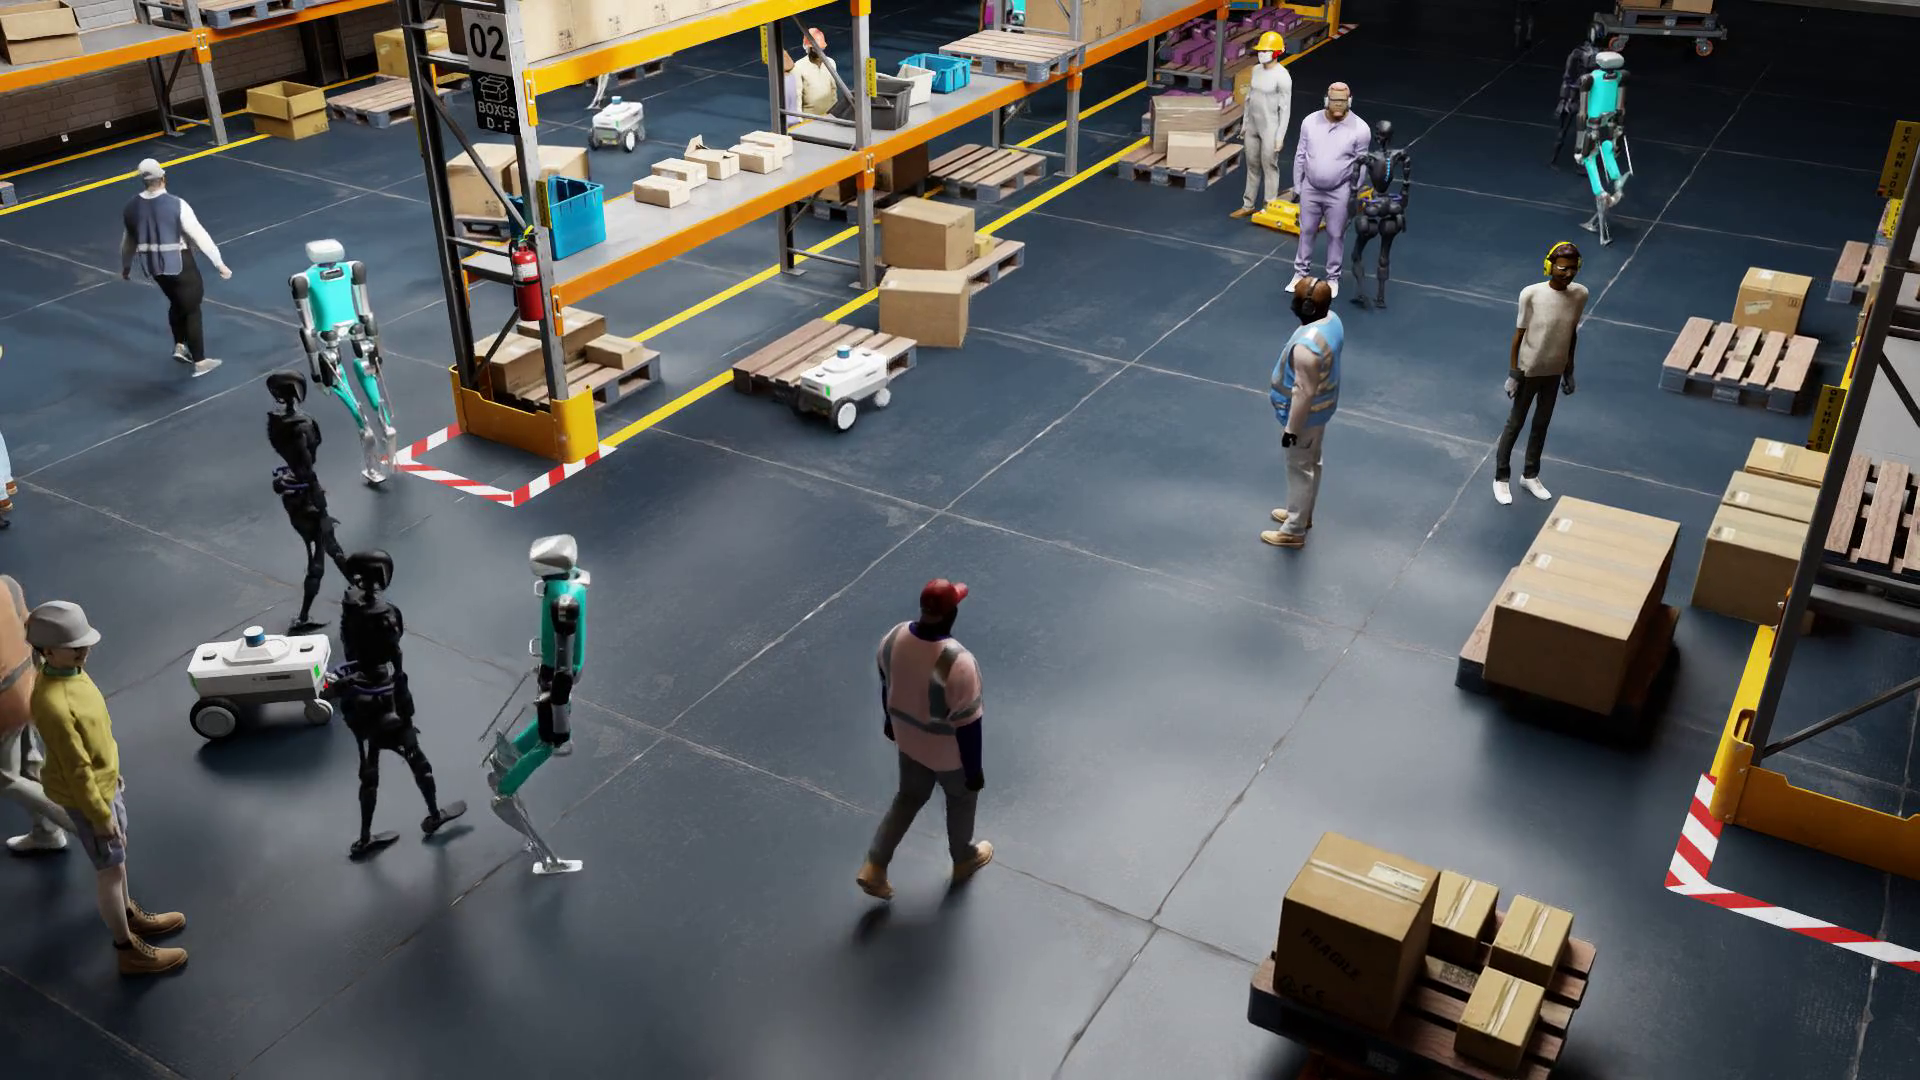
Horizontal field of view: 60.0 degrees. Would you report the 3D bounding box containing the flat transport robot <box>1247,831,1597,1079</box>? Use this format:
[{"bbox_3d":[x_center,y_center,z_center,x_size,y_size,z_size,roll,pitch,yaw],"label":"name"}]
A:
[{"bbox_3d":[2.039,2.046,7.322,0.659,0.231,1.431,17,34,27],"label":"flat transport robot"}]

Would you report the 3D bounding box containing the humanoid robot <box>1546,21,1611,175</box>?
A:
[{"bbox_3d":[6.709,-4.742,17.913,0.588,1.634,0.664,-8,30,-14],"label":"humanoid robot"}]

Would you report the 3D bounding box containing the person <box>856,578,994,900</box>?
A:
[{"bbox_3d":[-0.153,0.960,7.766,0.621,1.734,0.737,24,37,36],"label":"person"}]

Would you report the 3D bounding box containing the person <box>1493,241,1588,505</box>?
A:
[{"bbox_3d":[3.963,-1.133,11.320,0.505,1.872,0.329,-6,30,-11],"label":"person"}]

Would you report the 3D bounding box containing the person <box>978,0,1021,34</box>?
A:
[{"bbox_3d":[0.486,-6.464,20.785,0.534,1.822,0.459,7,30,13],"label":"person"}]

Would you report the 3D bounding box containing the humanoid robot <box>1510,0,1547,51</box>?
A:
[{"bbox_3d":[7.850,-7.619,22.989,0.589,1.653,0.344,0,29,1],"label":"humanoid robot"}]

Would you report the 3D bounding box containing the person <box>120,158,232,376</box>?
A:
[{"bbox_3d":[-6.279,-2.171,13.291,0.865,1.729,0.516,4,30,6],"label":"person"}]

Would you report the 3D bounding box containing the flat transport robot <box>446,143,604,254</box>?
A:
[{"bbox_3d":[-4.178,-2.958,16.173,0.659,0.231,1.431,5,30,8],"label":"flat transport robot"}]

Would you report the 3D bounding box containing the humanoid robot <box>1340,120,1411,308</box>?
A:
[{"bbox_3d":[3.654,-2.847,14.550,0.603,1.642,0.331,-6,30,-10],"label":"humanoid robot"}]

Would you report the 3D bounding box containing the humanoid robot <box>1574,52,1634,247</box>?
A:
[{"bbox_3d":[6.311,-3.713,16.115,0.546,1.875,0.827,-9,31,-15],"label":"humanoid robot"}]

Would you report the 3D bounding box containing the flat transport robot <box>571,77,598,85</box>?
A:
[{"bbox_3d":[-5.367,-6.265,22.024,1.431,0.231,0.659,20,35,31],"label":"flat transport robot"}]

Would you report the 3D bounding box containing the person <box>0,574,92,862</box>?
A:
[{"bbox_3d":[-4.483,0.784,7.903,0.634,1.890,0.598,2,30,4],"label":"person"}]

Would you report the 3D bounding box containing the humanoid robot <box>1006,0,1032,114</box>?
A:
[{"bbox_3d":[0.686,-5.968,20.054,0.548,1.840,0.684,13,32,22],"label":"humanoid robot"}]

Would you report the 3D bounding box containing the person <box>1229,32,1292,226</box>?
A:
[{"bbox_3d":[3.015,-4.078,16.505,0.359,1.897,0.567,-20,35,-31],"label":"person"}]

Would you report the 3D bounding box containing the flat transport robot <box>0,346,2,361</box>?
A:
[{"bbox_3d":[-8.520,-1.353,13.335,1.431,0.231,0.659,-11,31,-19],"label":"flat transport robot"}]

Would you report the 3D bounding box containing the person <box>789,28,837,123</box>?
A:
[{"bbox_3d":[-1.485,-4.414,17.241,0.559,1.751,0.323,-23,37,-35],"label":"person"}]

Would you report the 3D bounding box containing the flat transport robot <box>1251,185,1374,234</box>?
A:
[{"bbox_3d":[3.657,-3.433,17.014,0.659,0.231,1.431,24,37,36],"label":"flat transport robot"}]

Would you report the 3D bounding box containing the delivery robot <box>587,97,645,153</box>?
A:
[{"bbox_3d":[-3.924,-4.791,19.118,0.499,0.587,0.781,8,30,13],"label":"delivery robot"}]

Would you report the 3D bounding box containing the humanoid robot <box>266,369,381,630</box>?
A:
[{"bbox_3d":[-3.900,-0.262,10.000,0.566,1.646,0.599,-18,34,-29],"label":"humanoid robot"}]

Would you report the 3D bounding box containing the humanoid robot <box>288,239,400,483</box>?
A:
[{"bbox_3d":[-4.131,-1.110,11.485,0.540,1.847,0.744,-26,38,-38],"label":"humanoid robot"}]

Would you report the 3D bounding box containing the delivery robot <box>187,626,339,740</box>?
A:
[{"bbox_3d":[-3.917,0.770,9.309,0.811,0.613,0.499,-4,30,-8],"label":"delivery robot"}]

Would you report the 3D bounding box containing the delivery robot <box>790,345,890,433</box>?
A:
[{"bbox_3d":[-0.893,-1.210,12.771,0.499,0.575,0.766,23,36,34],"label":"delivery robot"}]

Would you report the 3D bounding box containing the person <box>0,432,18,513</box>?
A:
[{"bbox_3d":[-6.768,-1.102,11.149,0.387,1.986,0.608,-8,30,-14],"label":"person"}]

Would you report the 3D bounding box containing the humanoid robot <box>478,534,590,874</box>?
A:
[{"bbox_3d":[-2.094,0.838,8.015,0.765,1.812,0.543,-6,30,-11],"label":"humanoid robot"}]

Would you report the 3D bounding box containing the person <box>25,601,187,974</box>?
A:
[{"bbox_3d":[-3.821,1.101,7.354,0.399,1.887,0.471,-10,31,-17],"label":"person"}]

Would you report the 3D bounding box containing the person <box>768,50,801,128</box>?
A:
[{"bbox_3d":[-1.769,-4.178,16.942,0.285,1.632,0.500,4,30,7],"label":"person"}]

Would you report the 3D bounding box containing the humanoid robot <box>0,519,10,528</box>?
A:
[{"bbox_3d":[-6.621,-0.780,10.881,0.334,1.652,0.589,5,30,8],"label":"humanoid robot"}]

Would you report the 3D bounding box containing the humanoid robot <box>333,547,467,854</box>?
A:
[{"bbox_3d":[-2.837,0.788,8.132,0.607,1.640,0.568,26,38,38],"label":"humanoid robot"}]

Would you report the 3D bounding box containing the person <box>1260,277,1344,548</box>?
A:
[{"bbox_3d":[2.219,-0.825,10.804,0.431,1.844,0.623,13,32,22],"label":"person"}]

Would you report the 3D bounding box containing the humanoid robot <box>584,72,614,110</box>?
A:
[{"bbox_3d":[-4.444,-6.171,20.361,0.563,1.778,0.815,16,33,26],"label":"humanoid robot"}]

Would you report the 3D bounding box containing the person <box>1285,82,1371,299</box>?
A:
[{"bbox_3d":[3.247,-3.098,14.755,0.642,1.913,0.412,14,32,23],"label":"person"}]

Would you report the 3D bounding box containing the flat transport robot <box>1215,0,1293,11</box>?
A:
[{"bbox_3d":[4.392,-8.290,25.607,1.431,0.231,0.659,7,30,12],"label":"flat transport robot"}]
